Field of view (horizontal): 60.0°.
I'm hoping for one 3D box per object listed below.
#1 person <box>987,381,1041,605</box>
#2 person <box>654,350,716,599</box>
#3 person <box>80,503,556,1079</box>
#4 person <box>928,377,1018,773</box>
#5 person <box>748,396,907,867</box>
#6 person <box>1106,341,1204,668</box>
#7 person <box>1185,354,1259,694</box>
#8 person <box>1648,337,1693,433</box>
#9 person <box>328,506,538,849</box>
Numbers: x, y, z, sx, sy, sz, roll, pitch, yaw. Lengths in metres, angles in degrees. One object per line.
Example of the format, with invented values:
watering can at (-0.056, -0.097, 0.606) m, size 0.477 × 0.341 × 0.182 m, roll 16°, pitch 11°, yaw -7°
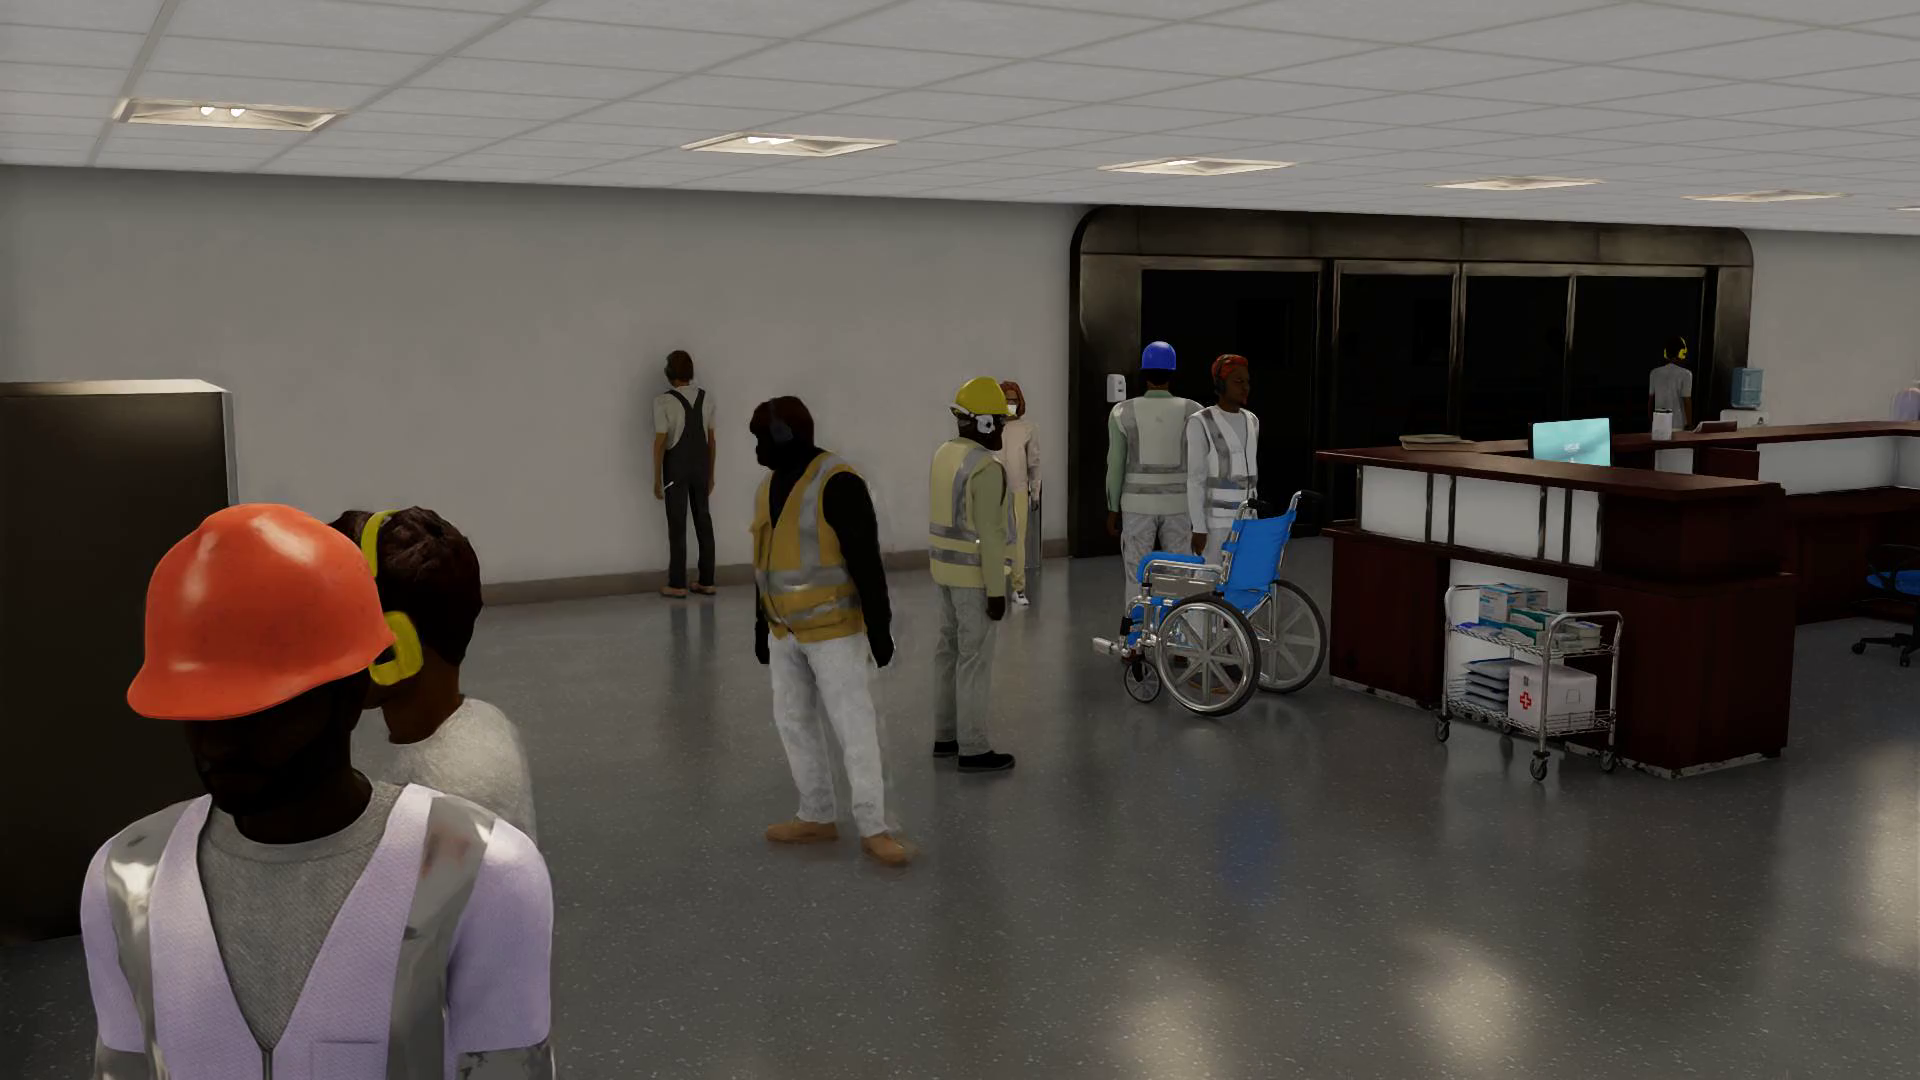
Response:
person at (0.334, -0.330, 11.980) m, size 0.504 × 1.627 × 0.285 m, roll -1°, pitch 8°, yaw -6°
person at (-2.031, -0.481, 12.300) m, size 0.508 × 1.840 × 0.346 m, roll -6°, pitch 10°, yaw -39°
person at (-0.721, 0.914, 1.891) m, size 0.539 × 1.929 × 0.384 m, roll 0°, pitch 8°, yaw 3°
person at (0.065, 0.158, 7.732) m, size 0.404 × 1.824 × 0.594 m, roll -4°, pitch 9°, yaw -25°
person at (-0.528, 0.353, 6.425) m, size 0.434 × 1.807 × 0.774 m, roll -8°, pitch 11°, yaw -44°
person at (1.169, -0.203, 9.880) m, size 0.615 × 1.945 × 0.404 m, roll 0°, pitch 8°, yaw 0°
person at (1.490, -0.095, 9.331) m, size 0.573 × 1.883 × 0.354 m, roll -7°, pitch 11°, yaw -43°
person at (7.188, -1.115, 16.795) m, size 0.325 × 1.864 × 0.513 m, roll -5°, pitch 9°, yaw -30°
person at (-0.743, 0.875, 2.386) m, size 0.328 × 1.865 × 0.517 m, roll -2°, pitch 8°, yaw -16°
